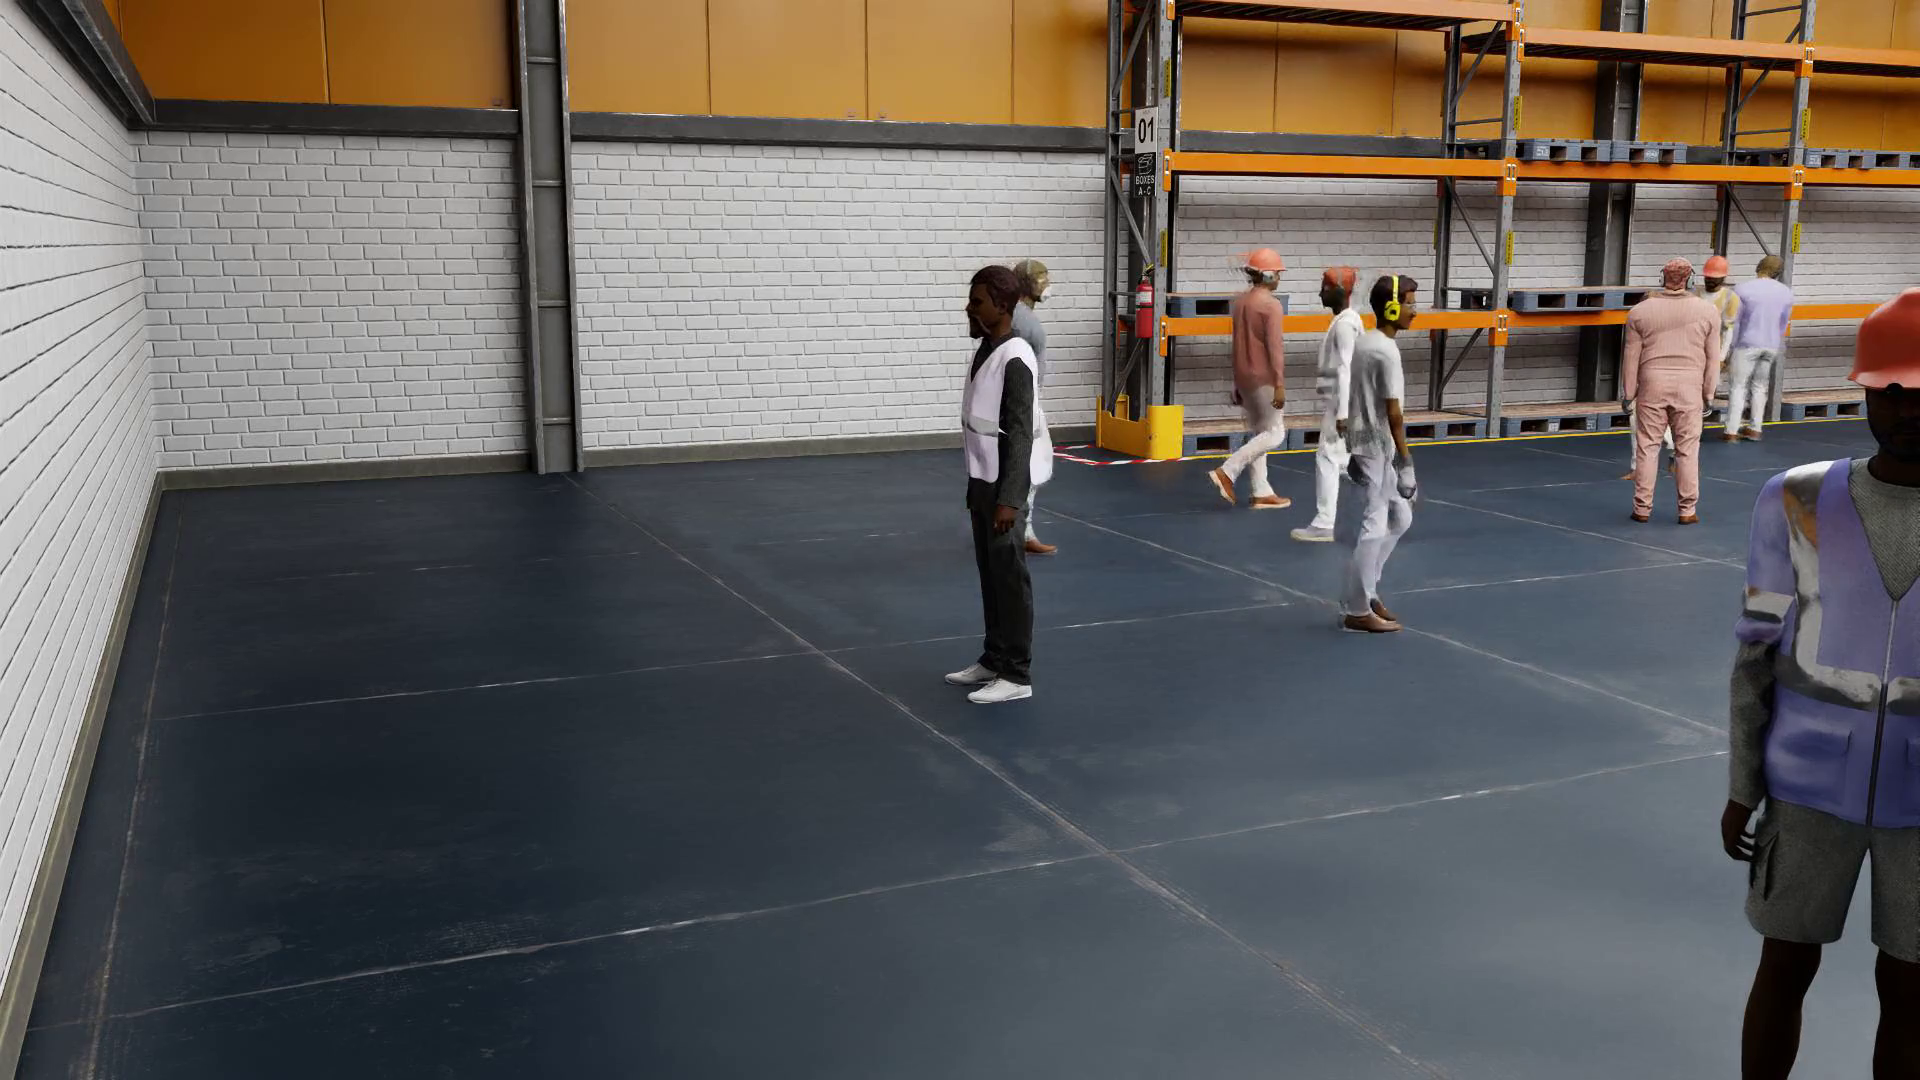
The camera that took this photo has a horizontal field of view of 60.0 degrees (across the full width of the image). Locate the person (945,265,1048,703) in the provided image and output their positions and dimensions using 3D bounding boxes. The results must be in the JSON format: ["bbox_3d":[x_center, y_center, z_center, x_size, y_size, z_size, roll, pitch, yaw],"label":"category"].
[{"bbox_3d":[0.173,-0.246,7.368,0.392,1.922,0.593,-3,11,-16],"label":"person"}]

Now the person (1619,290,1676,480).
[{"bbox_3d":[5.894,-1.308,14.135,0.473,1.617,0.505,-5,11,-26],"label":"person"}]

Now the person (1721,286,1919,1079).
[{"bbox_3d":[1.775,0.487,3.228,0.542,1.939,0.364,5,12,28],"label":"person"}]

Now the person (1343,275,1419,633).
[{"bbox_3d":[2.200,-0.424,8.539,0.472,1.852,0.576,0,10,0],"label":"person"}]

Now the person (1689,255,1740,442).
[{"bbox_3d":[7.396,-1.874,16.508,0.596,1.887,0.588,9,13,40],"label":"person"}]

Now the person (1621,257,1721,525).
[{"bbox_3d":[5.099,-1.063,11.954,0.641,1.910,0.401,5,11,24],"label":"person"}]

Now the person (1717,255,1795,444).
[{"bbox_3d":[8.013,-1.914,16.742,0.669,1.892,0.470,-1,10,-4],"label":"person"}]

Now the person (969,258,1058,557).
[{"bbox_3d":[0.388,-0.824,10.582,0.482,1.920,0.646,1,10,6],"label":"person"}]

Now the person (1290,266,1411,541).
[{"bbox_3d":[2.657,-0.899,11.158,0.746,1.866,0.584,2,10,13],"label":"person"}]

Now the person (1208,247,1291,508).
[{"bbox_3d":[2.202,-1.193,12.470,0.650,1.981,0.628,-3,11,-17],"label":"person"}]
